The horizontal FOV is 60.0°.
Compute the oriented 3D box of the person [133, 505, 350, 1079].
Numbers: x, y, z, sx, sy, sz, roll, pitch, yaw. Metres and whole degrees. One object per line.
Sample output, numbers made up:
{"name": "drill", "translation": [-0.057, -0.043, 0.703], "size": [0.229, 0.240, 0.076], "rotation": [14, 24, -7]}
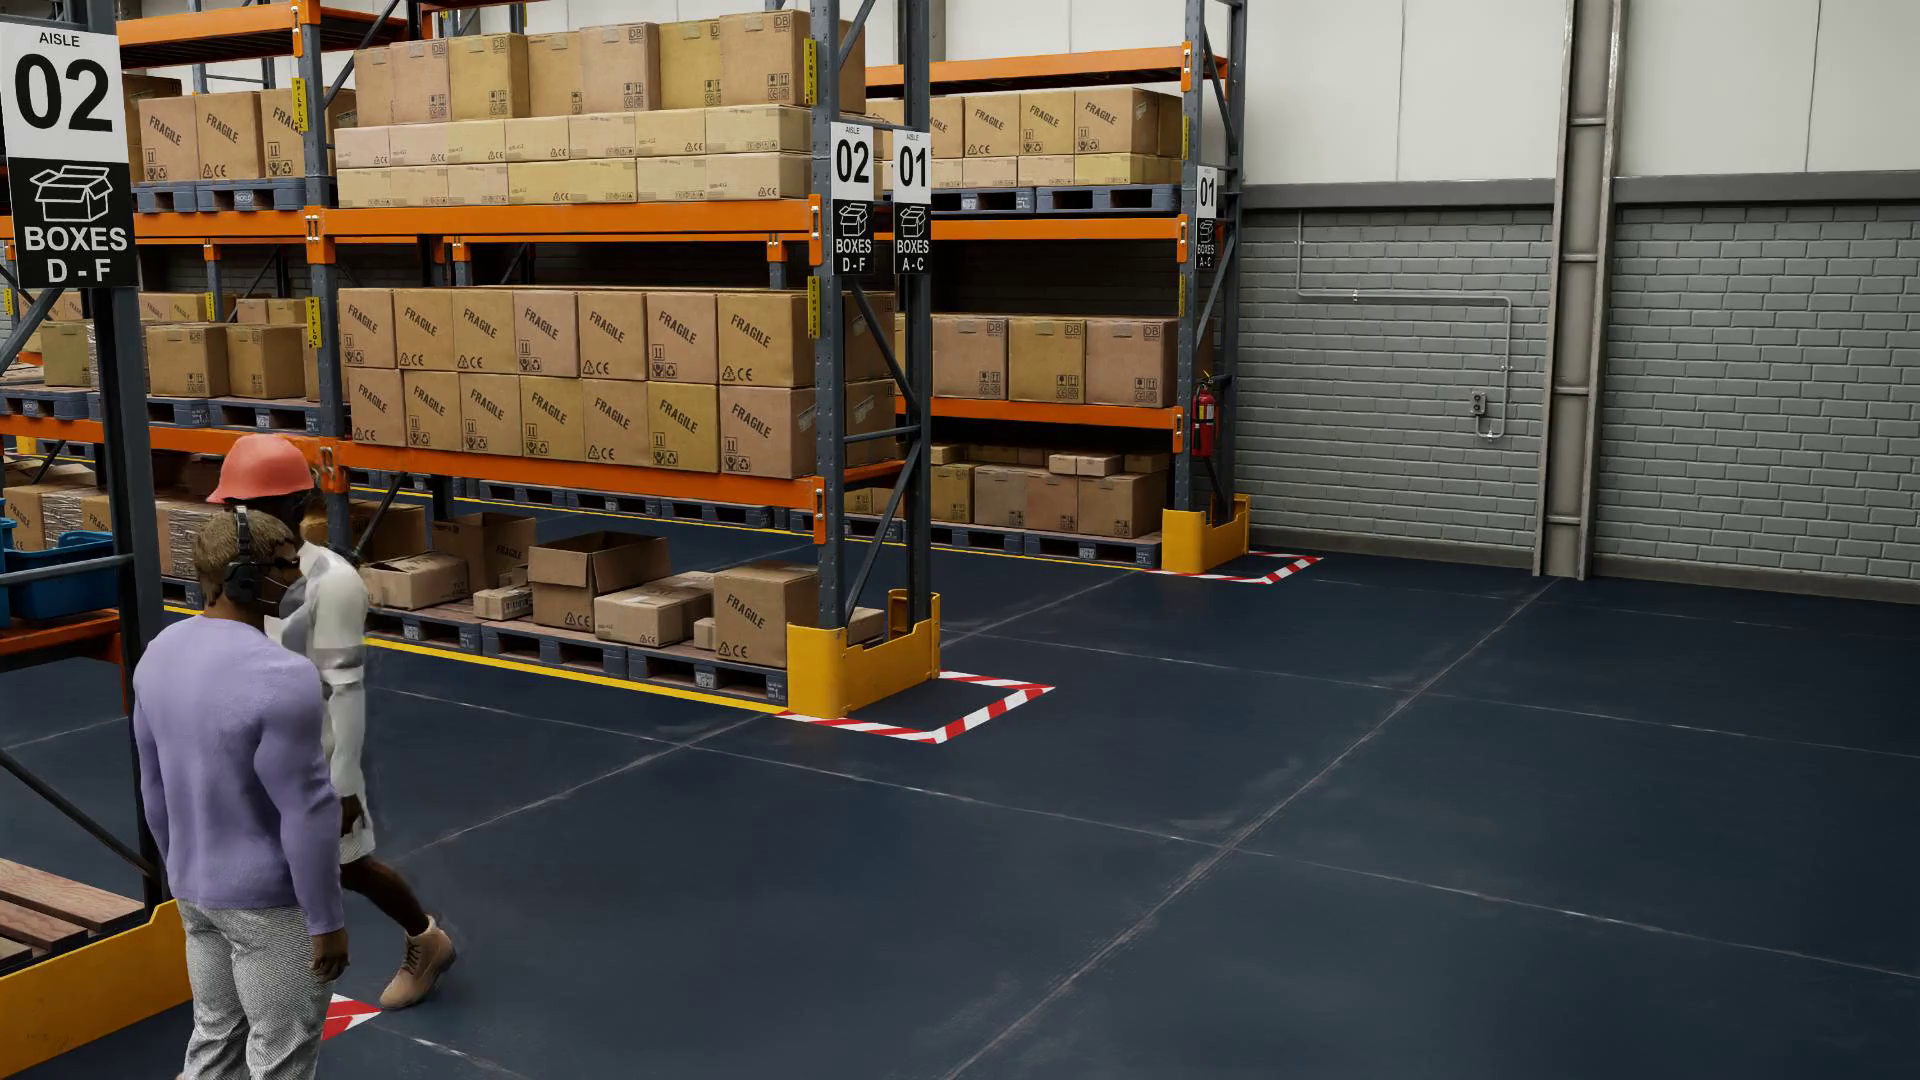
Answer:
{"name": "person", "translation": [-1.742, 0.878, 4.103], "size": [0.635, 1.936, 0.352], "rotation": [6, 11, 32]}

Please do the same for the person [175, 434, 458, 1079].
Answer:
{"name": "person", "translation": [-2.050, 0.645, 5.285], "size": [0.620, 2.007, 1.017], "rotation": [6, 11, 30]}
